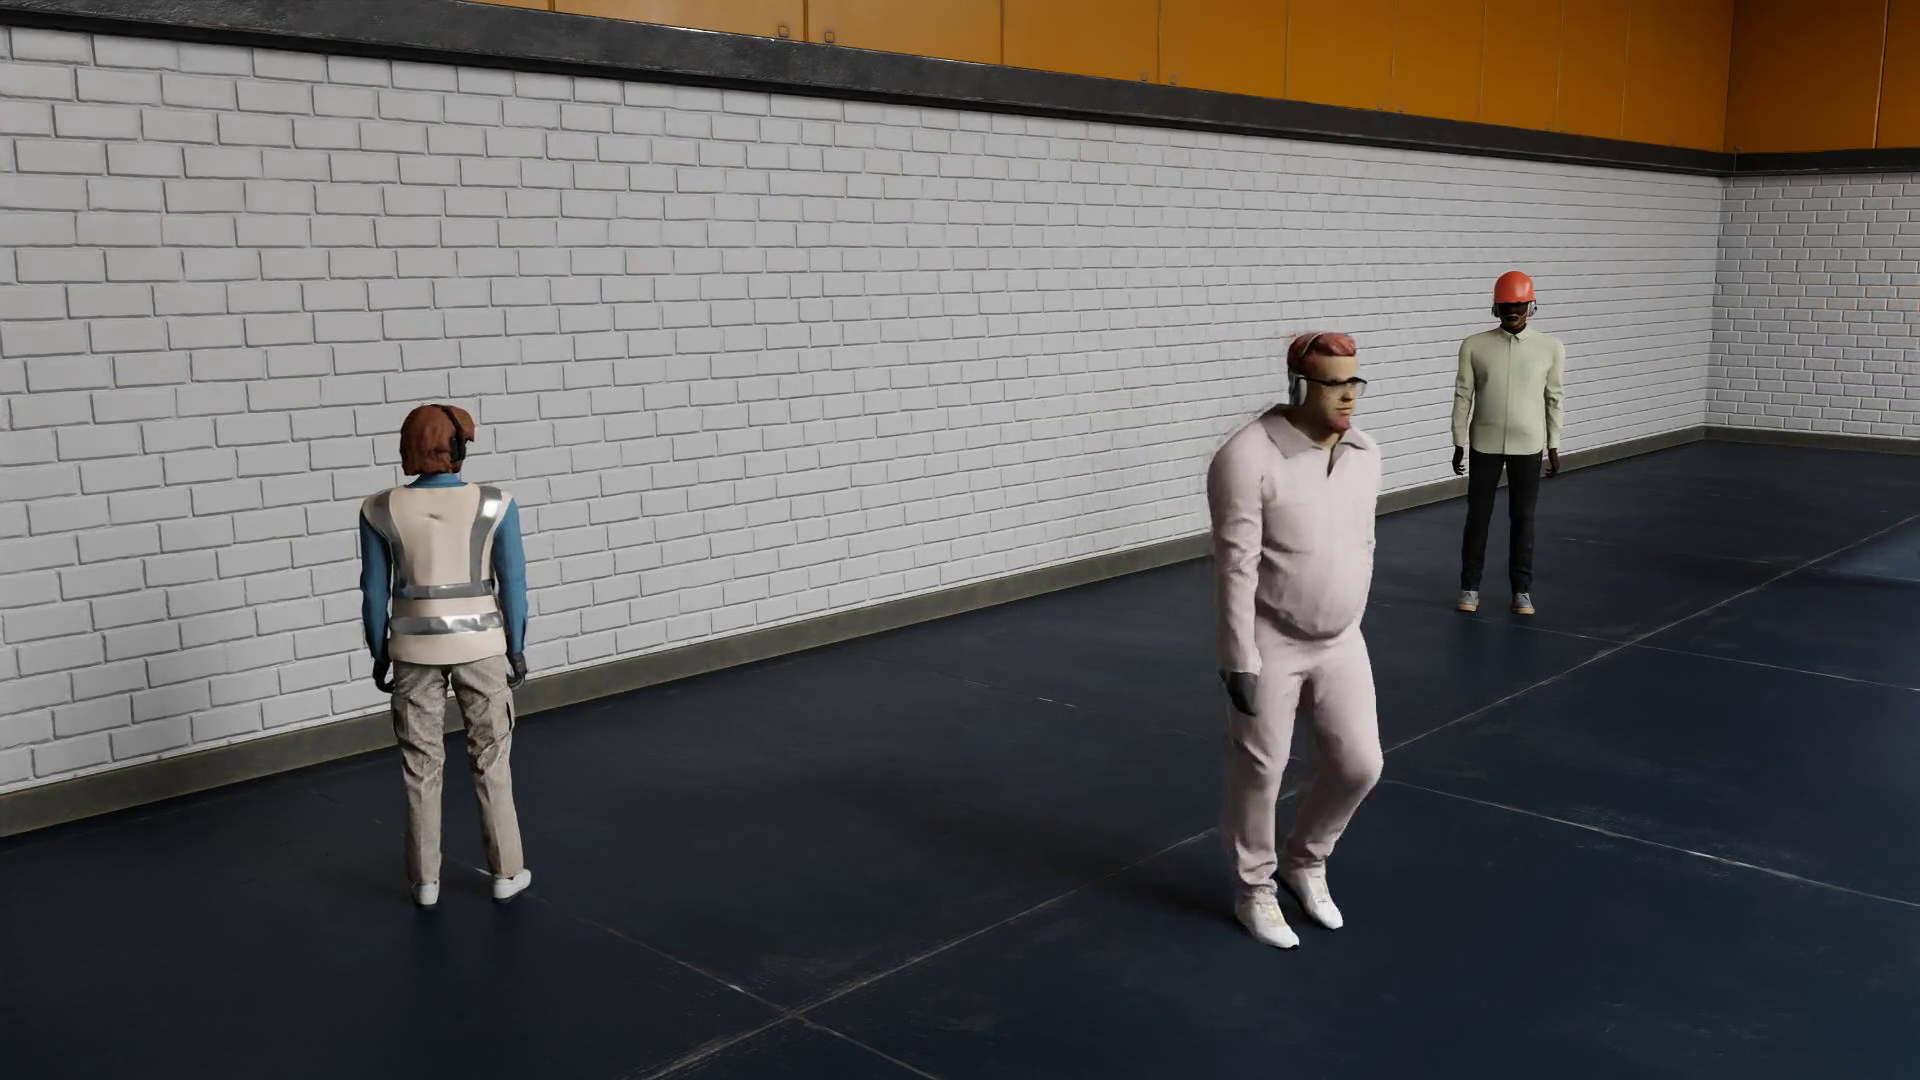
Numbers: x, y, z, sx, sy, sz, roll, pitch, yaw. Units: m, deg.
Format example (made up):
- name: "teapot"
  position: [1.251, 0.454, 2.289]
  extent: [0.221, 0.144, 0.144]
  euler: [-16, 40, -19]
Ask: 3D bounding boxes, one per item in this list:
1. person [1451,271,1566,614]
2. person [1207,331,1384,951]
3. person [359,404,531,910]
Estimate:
- name: "person"
  position: [3.182, -0.558, 9.689]
  extent: [0.624, 1.992, 0.386]
  euler: [3, 10, 15]
- name: "person"
  position: [1.025, 0.316, 5.032]
  extent: [0.648, 1.887, 0.447]
  euler: [-5, 11, -25]
- name: "person"
  position: [-1.648, 0.382, 5.357]
  extent: [0.514, 1.636, 0.315]
  euler: [-1, 10, -8]
